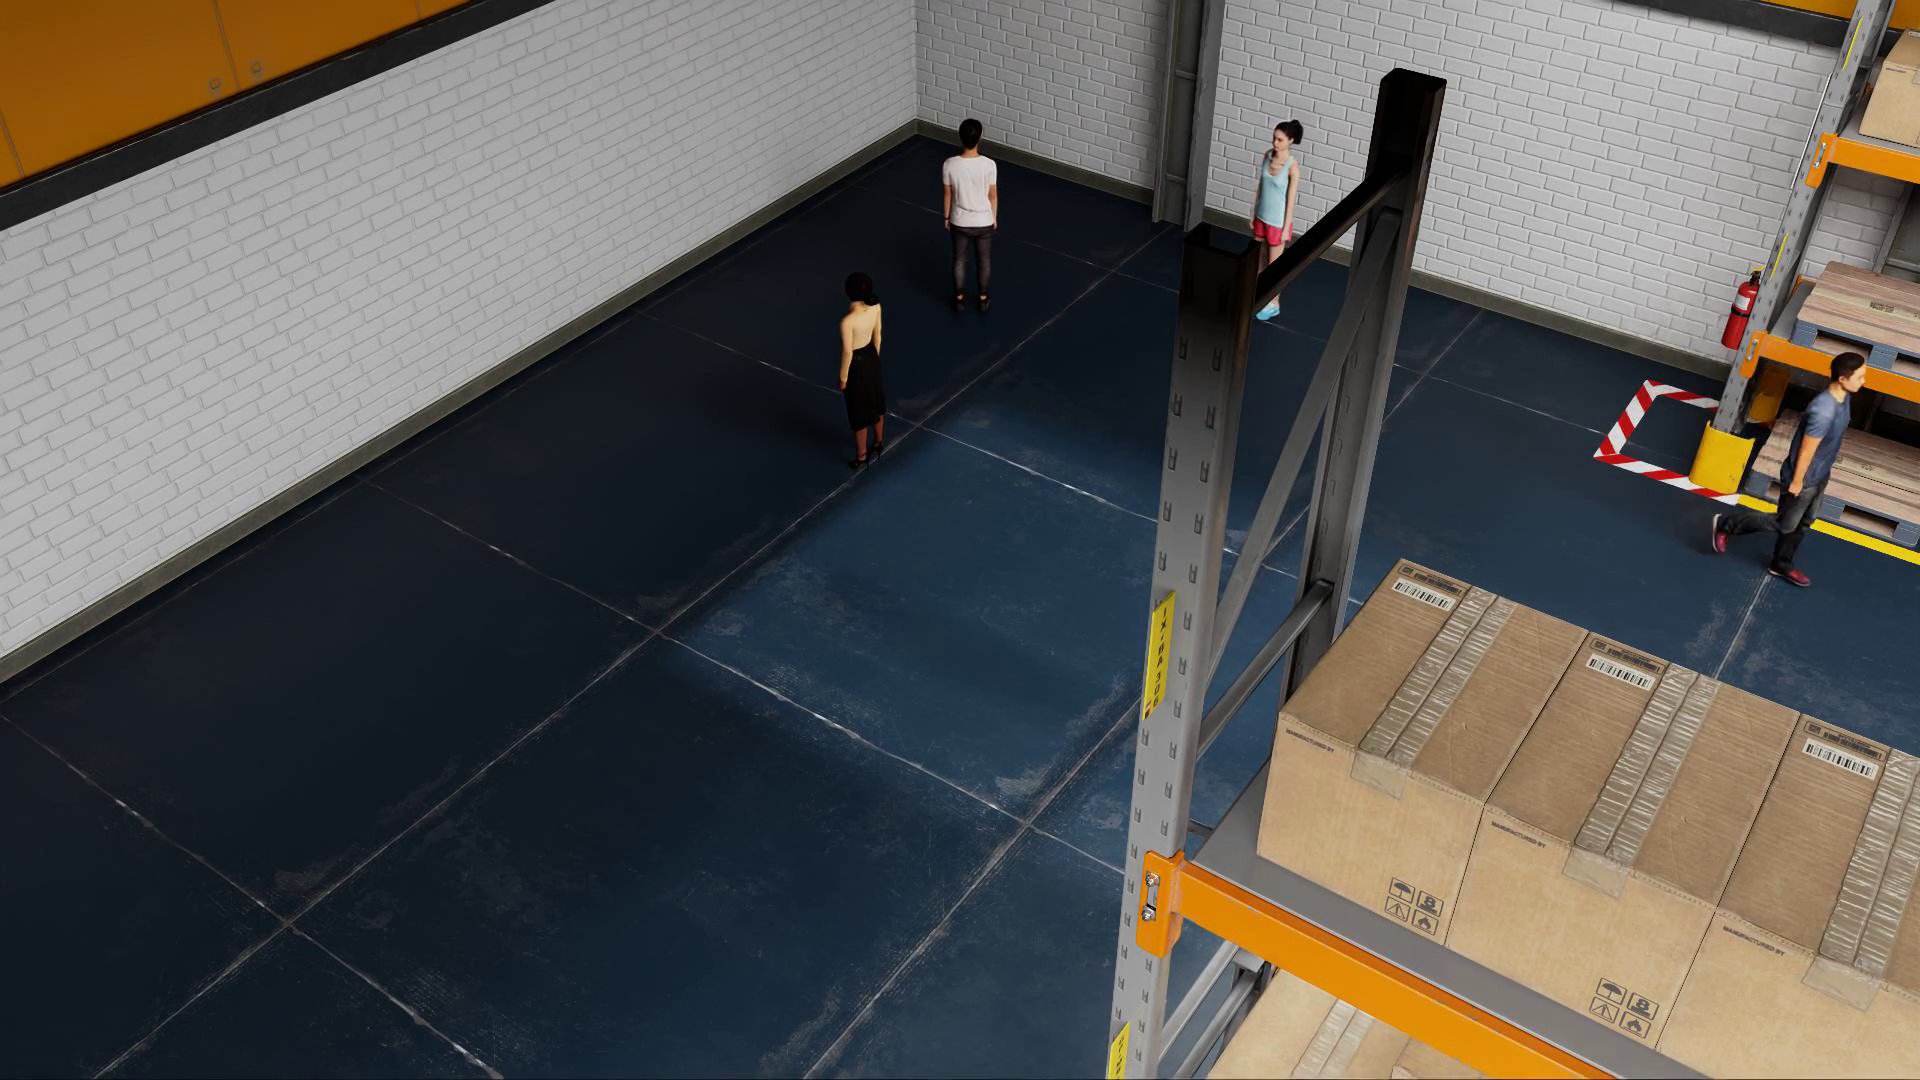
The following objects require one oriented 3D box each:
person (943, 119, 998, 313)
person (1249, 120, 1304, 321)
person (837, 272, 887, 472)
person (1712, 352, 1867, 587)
[{"bbox_3d":[0.095,-2.737,14.085,0.627,1.719,0.747,4,39,5],"label":"person"},{"bbox_3d":[2.637,-2.695,13.996,0.718,1.764,0.613,-21,43,-24],"label":"person"},{"bbox_3d":[-0.725,-1.249,12.275,0.544,1.652,0.578,26,46,29],"label":"person"},{"bbox_3d":[5.618,-0.499,11.225,0.986,1.790,0.736,29,47,31],"label":"person"}]
